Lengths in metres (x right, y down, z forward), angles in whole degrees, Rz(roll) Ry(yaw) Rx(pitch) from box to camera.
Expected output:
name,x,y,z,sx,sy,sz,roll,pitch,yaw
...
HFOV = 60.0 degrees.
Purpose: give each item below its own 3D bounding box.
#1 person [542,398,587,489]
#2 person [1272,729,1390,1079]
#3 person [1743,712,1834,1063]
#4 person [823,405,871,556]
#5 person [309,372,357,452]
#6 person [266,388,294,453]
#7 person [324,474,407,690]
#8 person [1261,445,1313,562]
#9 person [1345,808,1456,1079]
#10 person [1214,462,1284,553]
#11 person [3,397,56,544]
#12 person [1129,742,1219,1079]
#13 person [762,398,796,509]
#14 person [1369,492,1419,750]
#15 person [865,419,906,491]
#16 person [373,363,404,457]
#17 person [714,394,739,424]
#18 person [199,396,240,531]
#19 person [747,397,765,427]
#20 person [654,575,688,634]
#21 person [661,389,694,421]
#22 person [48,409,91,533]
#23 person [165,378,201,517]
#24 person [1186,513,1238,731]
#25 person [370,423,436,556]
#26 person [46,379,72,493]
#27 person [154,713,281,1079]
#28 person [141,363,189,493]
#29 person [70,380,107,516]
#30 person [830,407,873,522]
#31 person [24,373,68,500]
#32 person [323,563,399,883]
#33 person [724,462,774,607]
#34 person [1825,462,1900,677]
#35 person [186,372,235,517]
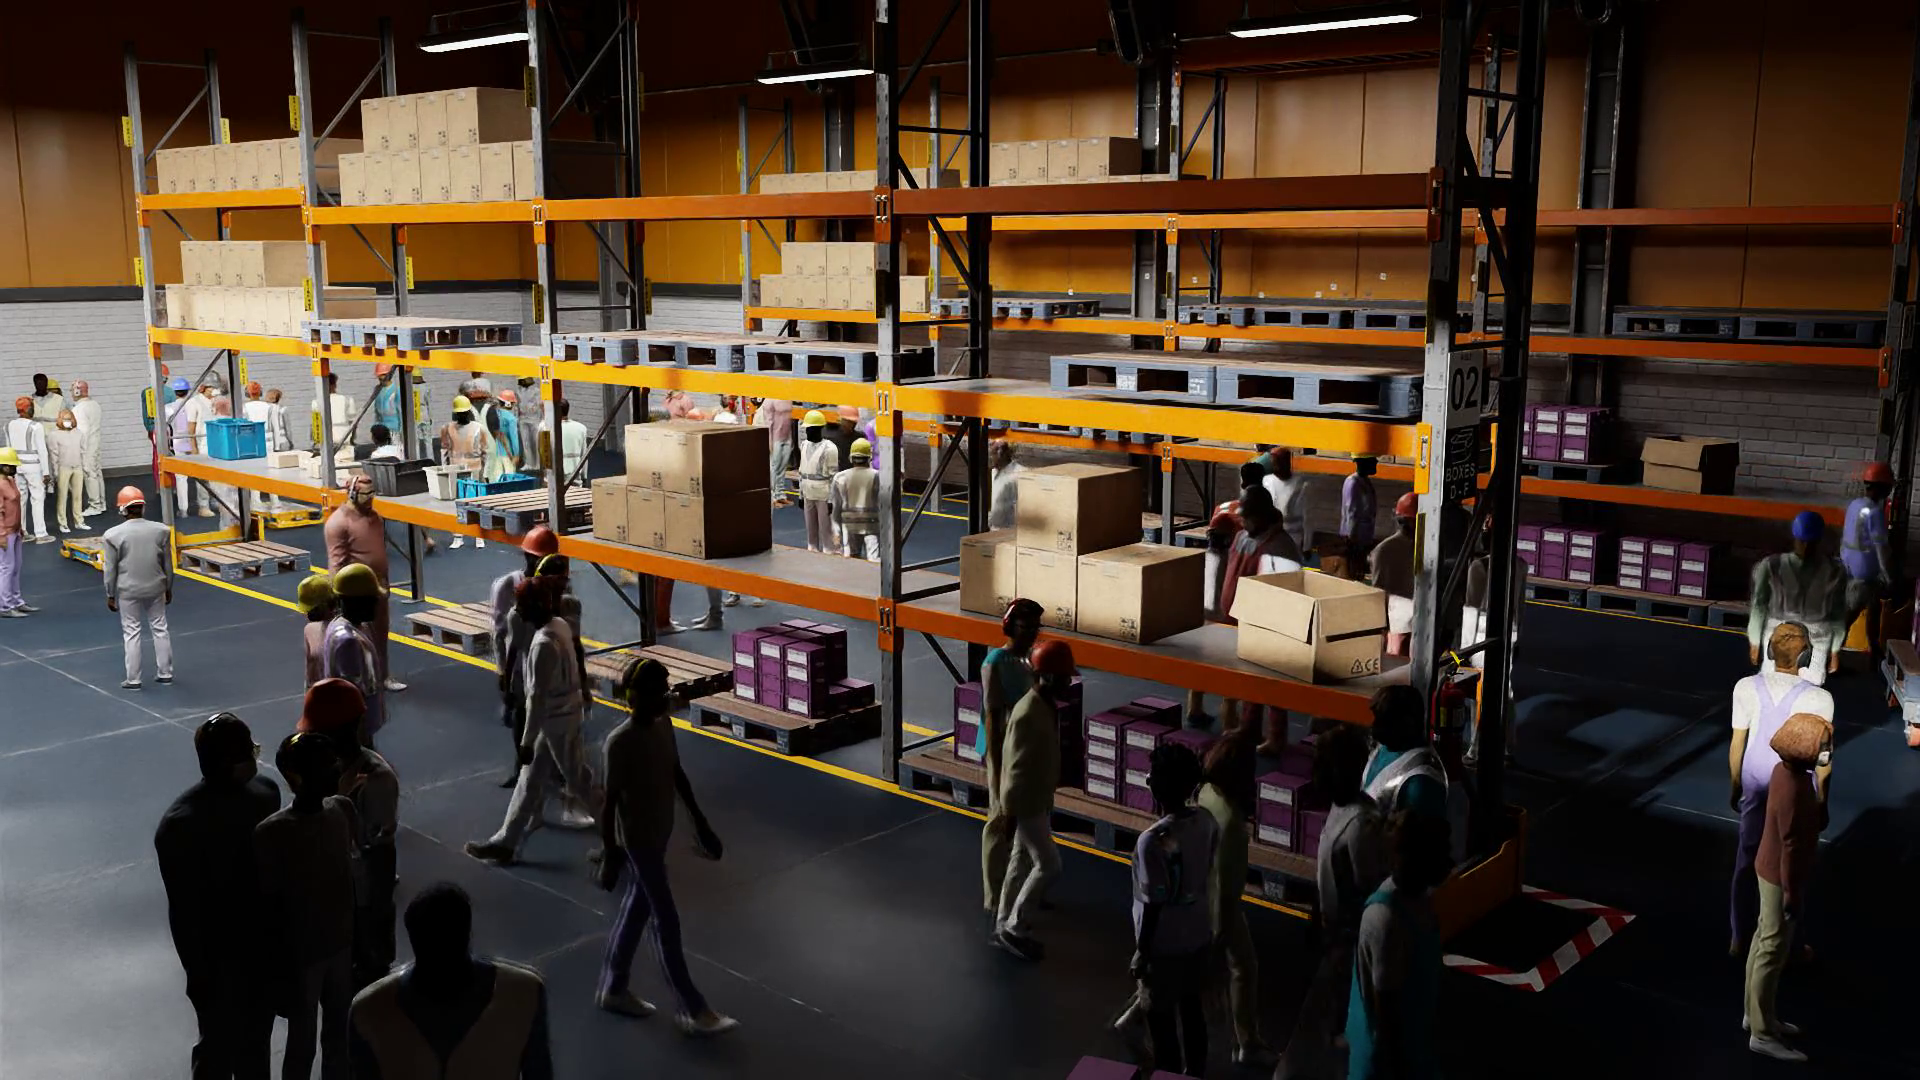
name,x,y,z,sx,sy,sz,roll,pitch,yaw
person,-4.887,-0.809,20.659,0.588,1.907,0.397,-9,13,-41
person,1.544,1.665,6.951,0.905,1.798,0.516,2,10,10
person,3.882,1.599,7.804,0.285,1.631,0.501,4,11,22
person,-1.357,-0.656,19.599,0.665,1.969,0.580,-5,11,-26
person,-9.244,-1.498,24.453,0.630,1.925,0.909,-8,13,-37
person,-10.417,-1.492,25.285,0.554,1.629,0.390,2,10,12
person,-4.973,0.391,13.892,0.403,1.898,0.657,4,11,19
person,3.198,-0.005,16.202,0.578,1.872,0.629,-9,13,-42
person,1.605,1.835,6.019,0.994,1.791,0.531,6,12,31
person,2.455,0.304,14.225,0.606,1.961,0.372,3,11,17
person,-11.861,-0.886,21.180,0.574,1.876,0.355,2,10,13
person,0.898,1.692,7.098,0.315,1.696,0.541,8,13,37
person,-2.611,-1.431,24.069,0.377,1.940,0.629,5,11,28
person,3.308,0.619,12.355,0.618,1.986,0.408,-6,12,-31
person,-0.941,-0.914,21.198,0.550,1.925,0.385,-6,12,-32
person,-8.741,-1.724,25.480,0.609,2.032,0.428,6,12,31
person,-3.108,-1.050,22.215,0.393,1.836,0.560,-6,12,-32
person,-9.342,-0.889,21.165,0.765,1.882,0.651,4,11,20
person,-2.932,-1.394,24.437,0.355,1.736,0.575,-3,10,-16
person,-2.897,-0.025,16.225,0.408,1.907,0.598,-6,12,-32
person,-4.184,-1.473,24.400,0.651,1.906,0.403,9,14,42
person,-11.792,-0.919,22.043,0.287,1.631,0.501,6,12,30
person,-10.813,-1.287,23.242,0.605,1.944,0.402,-6,12,-32
person,2.002,0.647,12.906,0.572,1.734,0.388,8,13,38
person,-6.830,-0.595,20.195,0.895,1.653,0.537,4,11,22
person,-13.902,-1.600,25.570,0.492,1.746,0.284,-9,13,-42
person,-2.917,1.638,6.722,0.372,1.940,0.630,2,10,13
person,-12.160,-1.698,25.424,0.612,1.995,0.382,1,10,4
person,-12.287,-1.289,23.359,0.403,1.906,0.652,-2,10,-10
person,-1.354,-1.128,22.519,0.984,1.891,0.615,9,14,42
person,-13.567,-1.525,24.707,0.592,1.910,0.396,-3,11,-17
person,-3.556,1.086,9.872,0.379,1.924,0.594,-4,11,-23
person,-2.237,-0.229,17.436,0.574,1.882,0.358,1,10,7
person,8.016,0.275,14.527,0.867,1.902,0.555,2,10,11
person,-10.455,-1.351,23.331,0.535,2.000,0.680,8,13,38
